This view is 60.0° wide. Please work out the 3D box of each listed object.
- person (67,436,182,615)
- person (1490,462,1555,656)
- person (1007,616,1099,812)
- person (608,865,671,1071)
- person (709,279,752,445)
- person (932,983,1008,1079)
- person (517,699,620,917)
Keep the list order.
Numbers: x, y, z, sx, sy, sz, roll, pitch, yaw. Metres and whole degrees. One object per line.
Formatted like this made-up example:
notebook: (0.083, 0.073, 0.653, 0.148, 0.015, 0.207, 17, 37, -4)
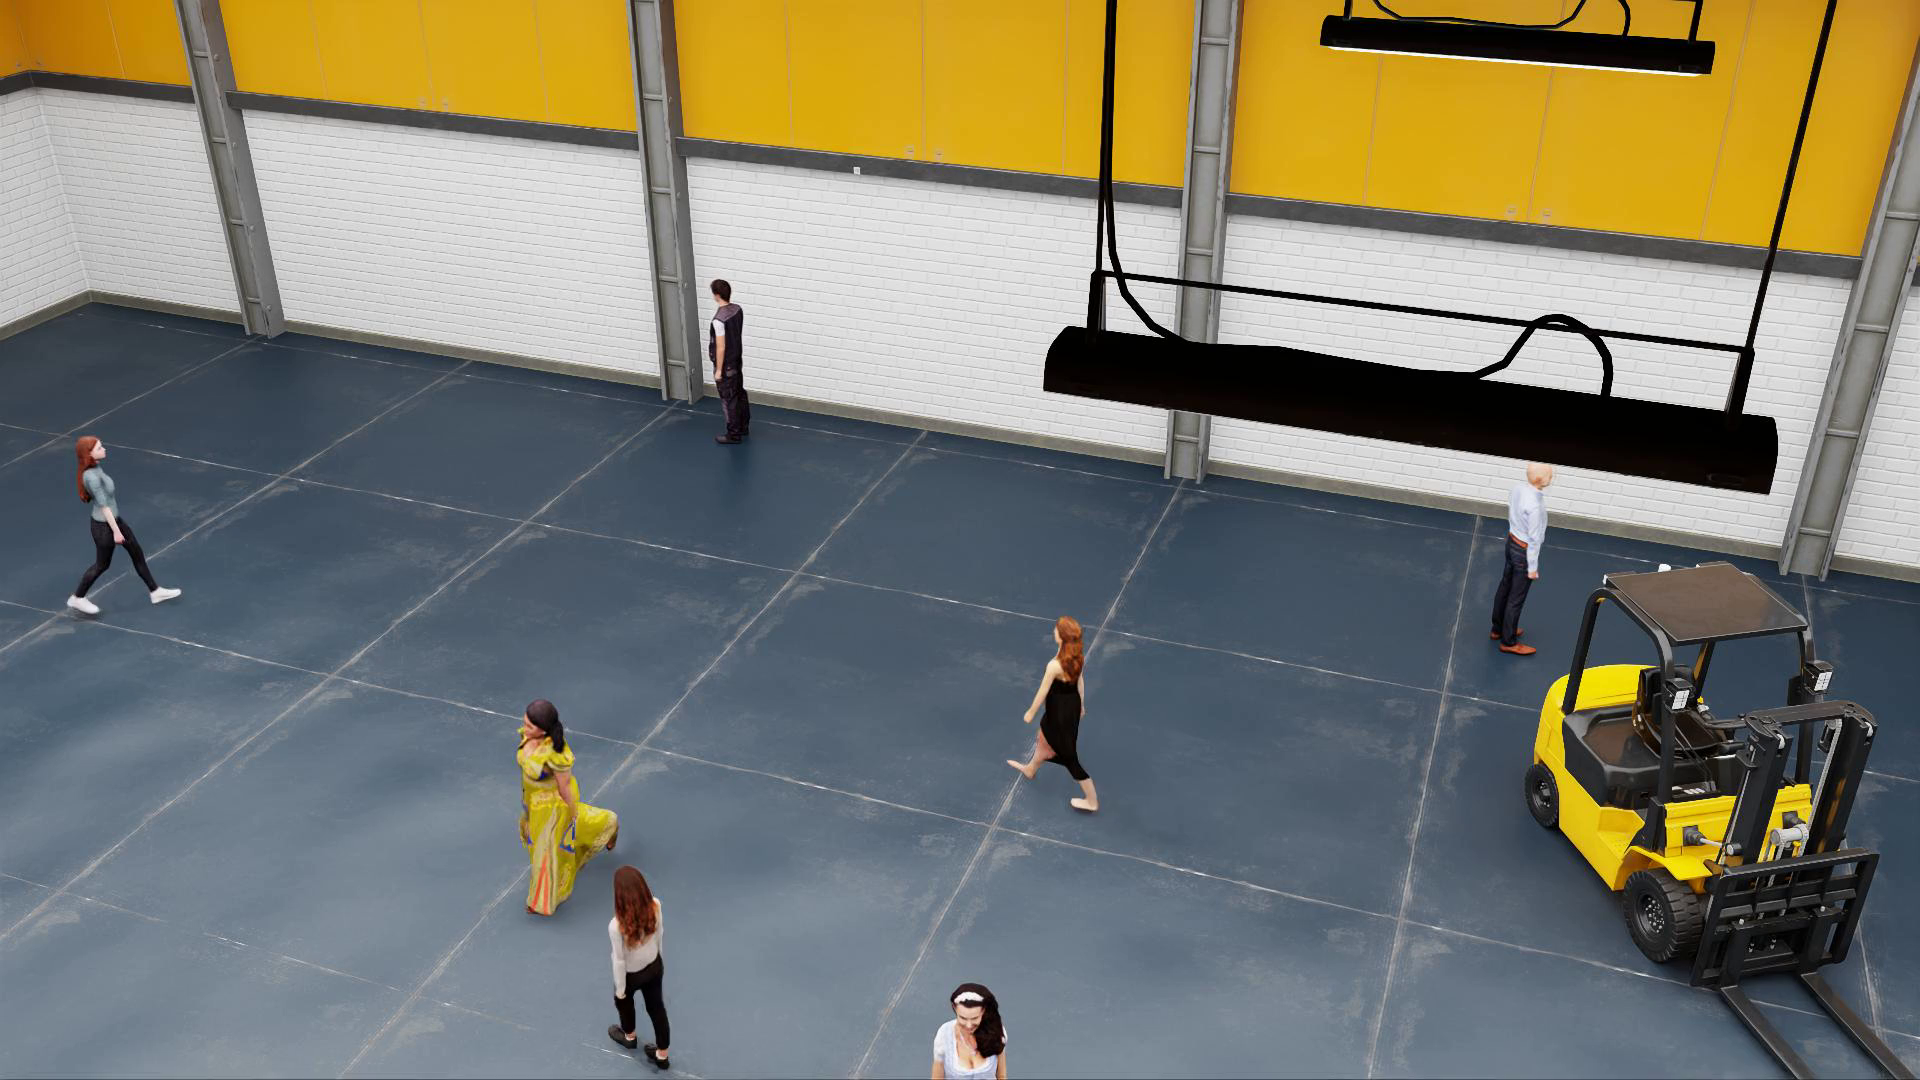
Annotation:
person: (-7.663, -0.090, 14.789, 1.177, 1.706, 1.109, -12, 31, -21)
person: (4.837, 0.127, 14.303, 0.718, 1.792, 0.723, -2, 29, -4)
person: (0.836, 1.338, 12.308, 1.101, 1.576, 0.699, 16, 32, 27)
person: (-1.891, 2.628, 10.053, 0.730, 1.469, 0.831, -25, 37, -38)
person: (-2.497, -1.941, 18.038, 0.557, 1.846, 0.643, 11, 30, 19)
person: (0.047, 3.066, 8.891, 0.821, 1.815, 0.898, -4, 29, -8)
person: (-2.751, 1.761, 11.472, 1.125, 1.633, 1.150, -22, 35, -34)
